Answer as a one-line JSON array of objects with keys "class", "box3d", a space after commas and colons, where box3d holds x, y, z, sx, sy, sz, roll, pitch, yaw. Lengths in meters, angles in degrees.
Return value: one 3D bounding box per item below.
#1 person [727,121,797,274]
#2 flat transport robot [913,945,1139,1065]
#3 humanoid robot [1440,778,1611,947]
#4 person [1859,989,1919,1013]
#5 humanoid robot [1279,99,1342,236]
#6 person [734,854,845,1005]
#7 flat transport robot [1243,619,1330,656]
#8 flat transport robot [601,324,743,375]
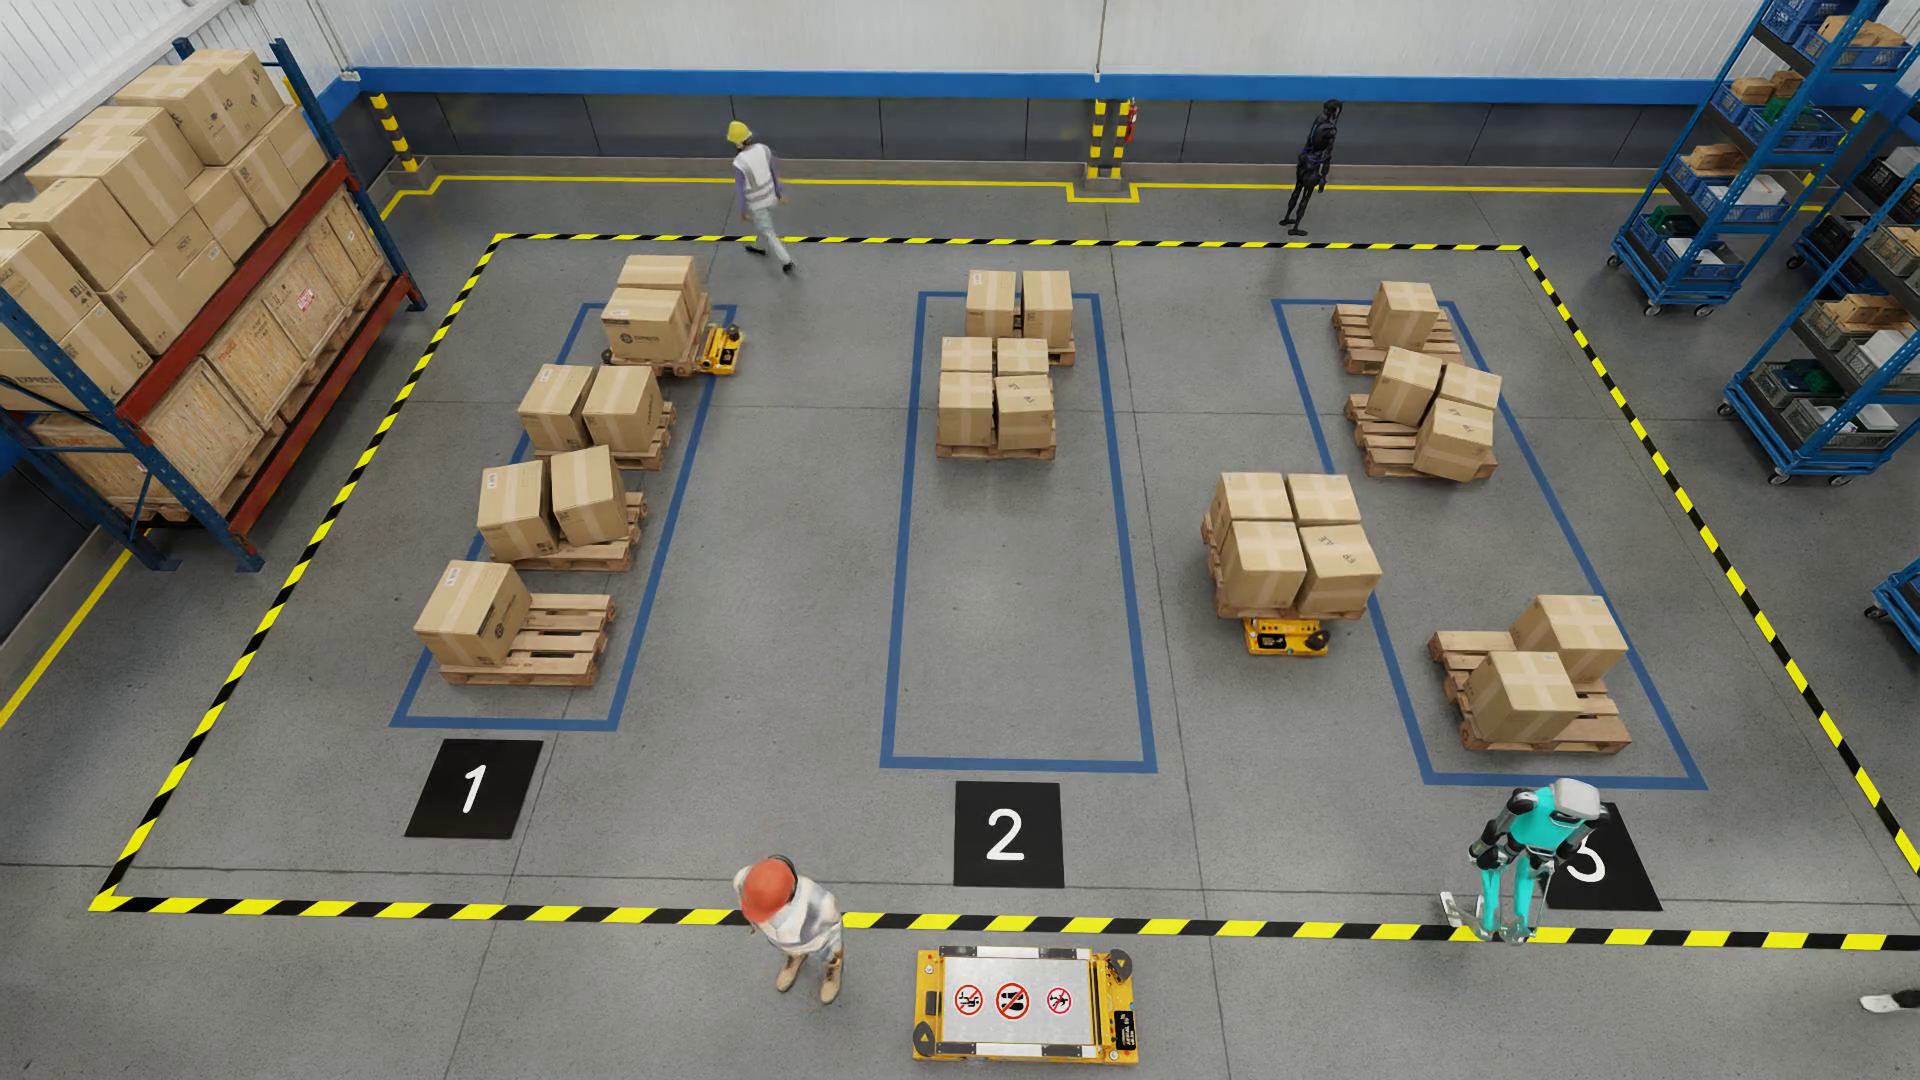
[{"class": "person", "box3d": [-2.319, -4.014, 10.778, 0.885, 1.792, 0.615, 24, 55, 18]}, {"class": "flat transport robot", "box3d": [0.422, 3.041, 6.007, 1.431, 0.231, 0.659, 1, 51, 1]}, {"class": "humanoid robot", "box3d": [3.496, 2.137, 5.709, 0.533, 1.677, 0.735, 9, 51, 7]}, {"class": "person", "box3d": [6.475, 2.475, 5.473, 0.883, 1.816, 0.588, 0, 51, 0]}, {"class": "humanoid robot", "box3d": [4.353, -4.614, 11.329, 0.315, 1.655, 0.599, -7, 51, -6]}, {"class": "person", "box3d": [-0.986, 2.338, 5.437, 0.613, 2.040, 0.389, 12, 52, 10]}, {"class": "flat transport robot", "box3d": [2.800, 0.369, 8.167, 0.652, 0.197, 1.431, 1, 51, 1]}, {"class": "flat transport robot", "box3d": [-3.205, -2.143, 10.215, 1.431, 0.197, 0.652, 1, 51, 1]}]
